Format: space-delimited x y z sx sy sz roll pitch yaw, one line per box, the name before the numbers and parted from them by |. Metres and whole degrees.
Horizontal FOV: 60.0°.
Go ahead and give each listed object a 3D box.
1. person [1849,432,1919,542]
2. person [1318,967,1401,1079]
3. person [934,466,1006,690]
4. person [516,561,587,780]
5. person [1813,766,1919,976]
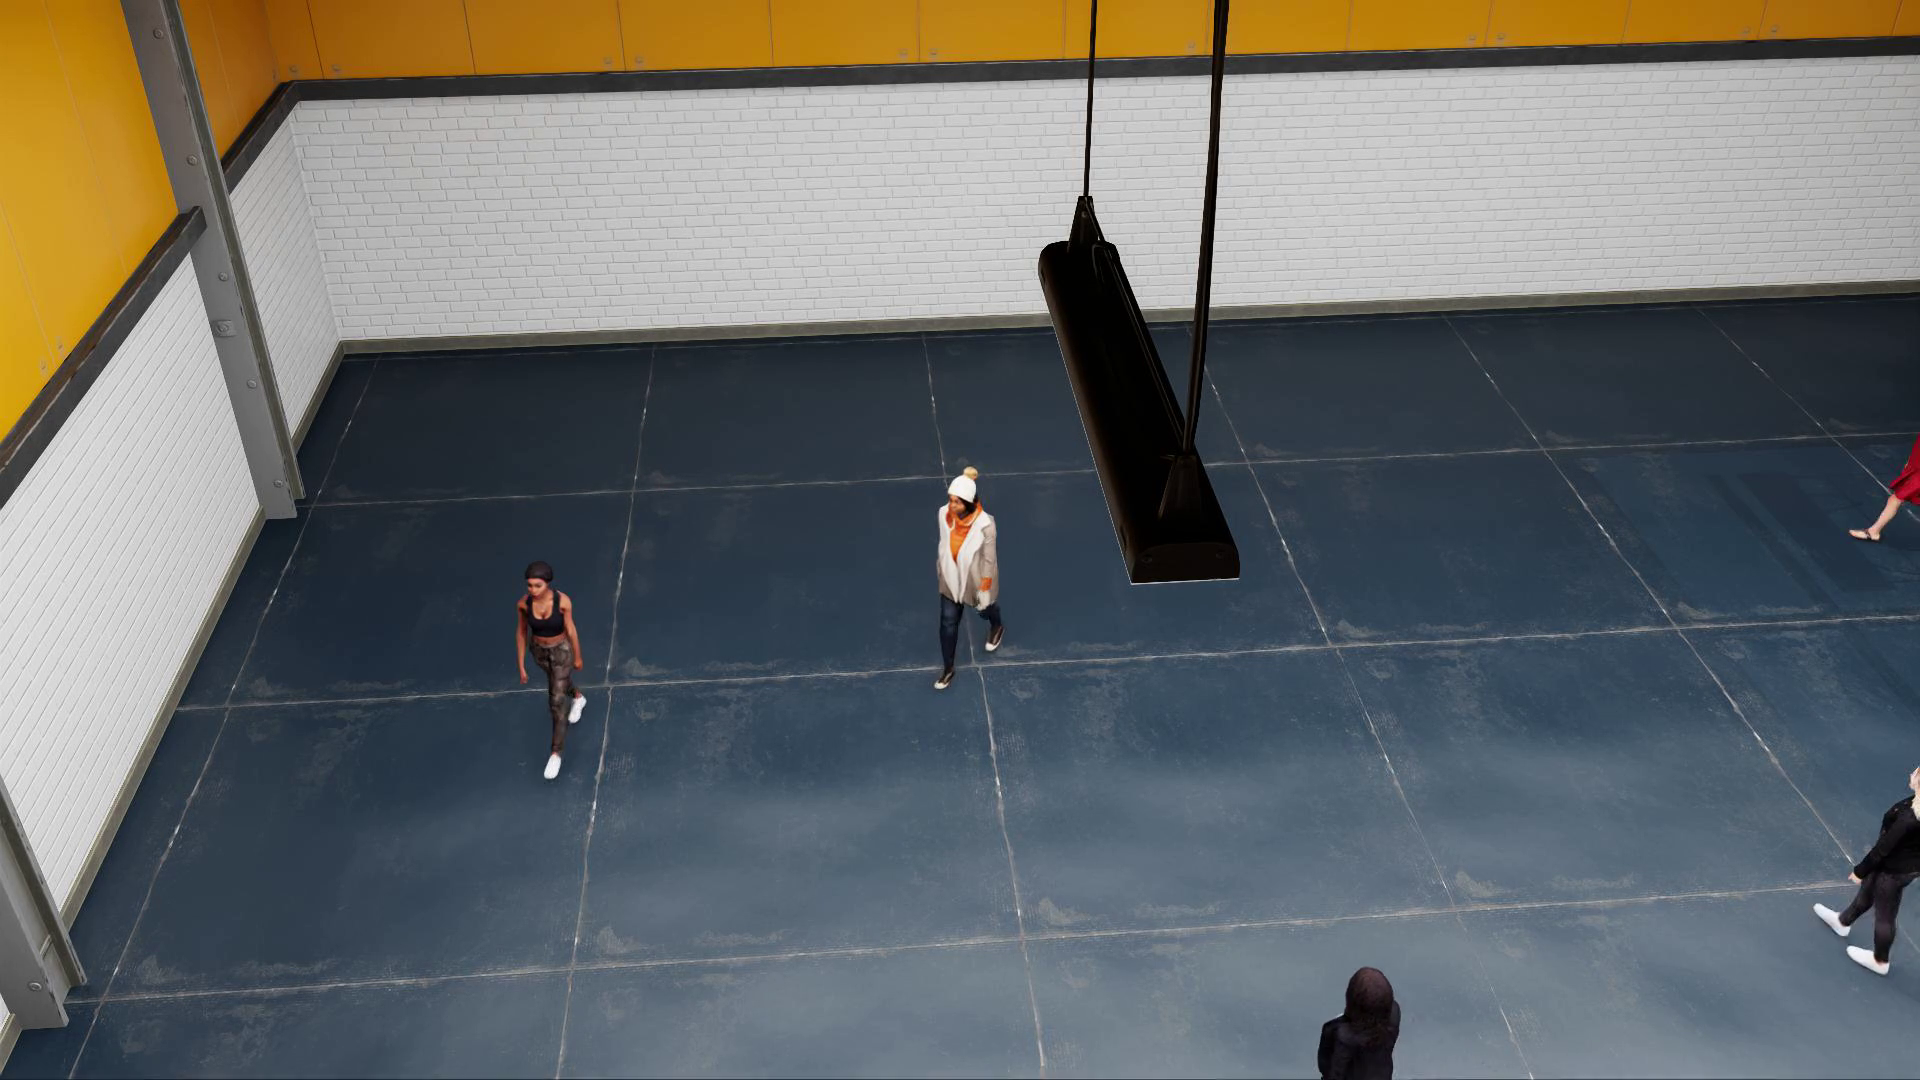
person | 8.628 -0.583 14.754 0.888 1.519 1.076 11 35 16
person | 2.249 3.037 9.231 0.868 1.603 0.945 -26 41 -33
person | 0.127 0.231 13.228 1.058 1.853 1.300 14 36 19
person | -3.037 0.839 12.503 0.743 1.642 1.232 3 34 4
person | 6.014 2.131 10.531 0.858 1.674 0.960 -20 38 -27
